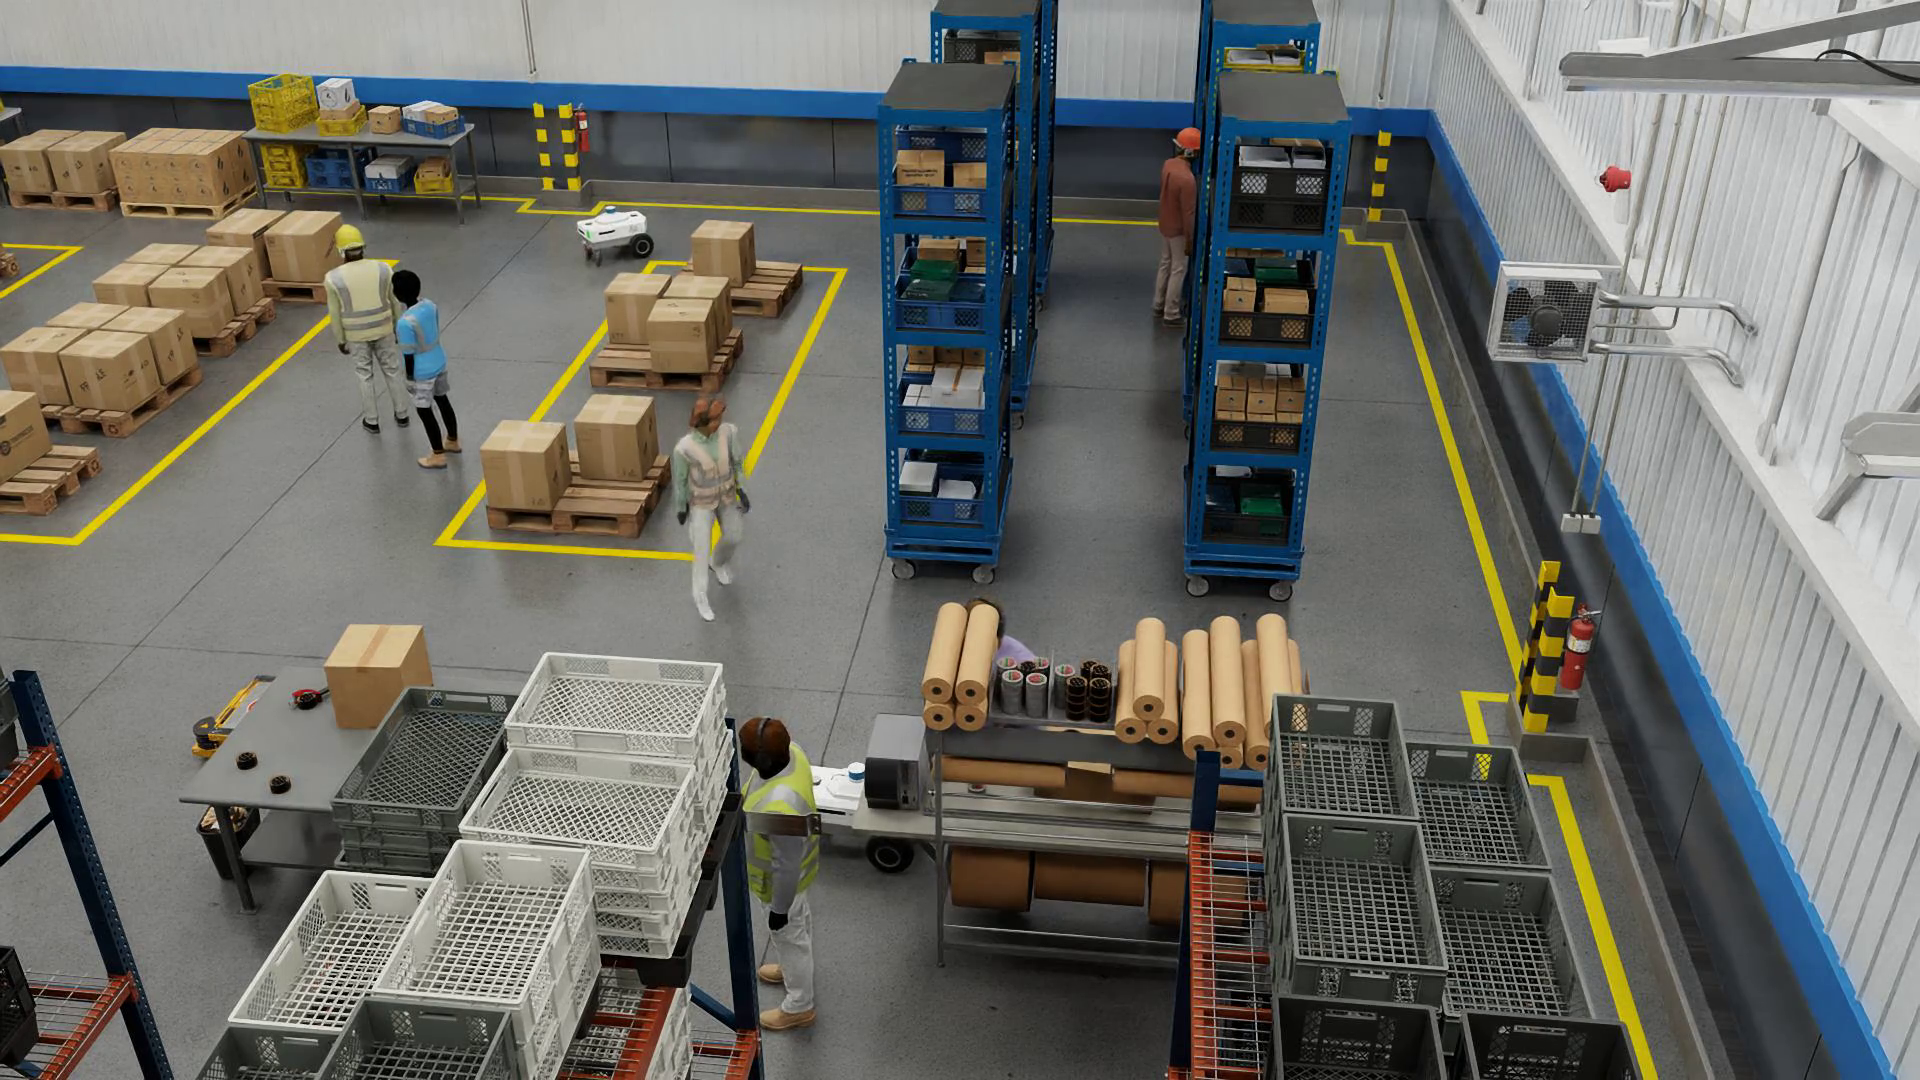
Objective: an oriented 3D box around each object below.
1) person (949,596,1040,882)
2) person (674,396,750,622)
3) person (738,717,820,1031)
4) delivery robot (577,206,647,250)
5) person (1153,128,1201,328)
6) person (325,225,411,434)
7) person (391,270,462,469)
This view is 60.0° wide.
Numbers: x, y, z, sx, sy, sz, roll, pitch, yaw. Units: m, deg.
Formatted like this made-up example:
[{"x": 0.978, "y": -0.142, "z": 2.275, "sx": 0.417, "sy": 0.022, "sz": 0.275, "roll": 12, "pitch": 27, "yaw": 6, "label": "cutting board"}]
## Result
[{"x": 0.147, "y": 1.113, "z": 9.104, "sx": 0.628, "sy": 1.930, "sz": 0.370, "roll": 15, "pitch": 33, "yaw": 24, "label": "person"}, {"x": -1.793, "y": -0.285, "z": 11.804, "sx": 0.544, "sy": 1.618, "sz": 0.513, "roll": -24, "pitch": 38, "yaw": -35, "label": "person"}, {"x": -0.907, "y": 1.642, "z": 8.277, "sx": 0.429, "sy": 1.839, "sz": 0.633, "roll": -2, "pitch": 30, "yaw": -4, "label": "person"}, {"x": -3.784, "y": -3.389, "z": 18.097, "sx": 0.707, "sy": 0.478, "sz": 0.477, "roll": -17, "pitch": 34, "yaw": -26, "label": "delivery robot"}, {"x": 2.137, "y": -3.029, "z": 16.169, "sx": 0.410, "sy": 1.980, "sz": 0.626, "roll": -8, "pitch": 31, "yaw": -14, "label": "person"}, {"x": -5.062, "y": -1.802, "z": 14.215, "sx": 0.589, "sy": 1.824, "sz": 0.403, "roll": -17, "pitch": 34, "yaw": -27, "label": "person"}, {"x": -4.396, "y": -1.409, "z": 13.668, "sx": 0.320, "sy": 1.691, "sz": 0.543, "roll": 6, "pitch": 31, "yaw": 10, "label": "person"}]
